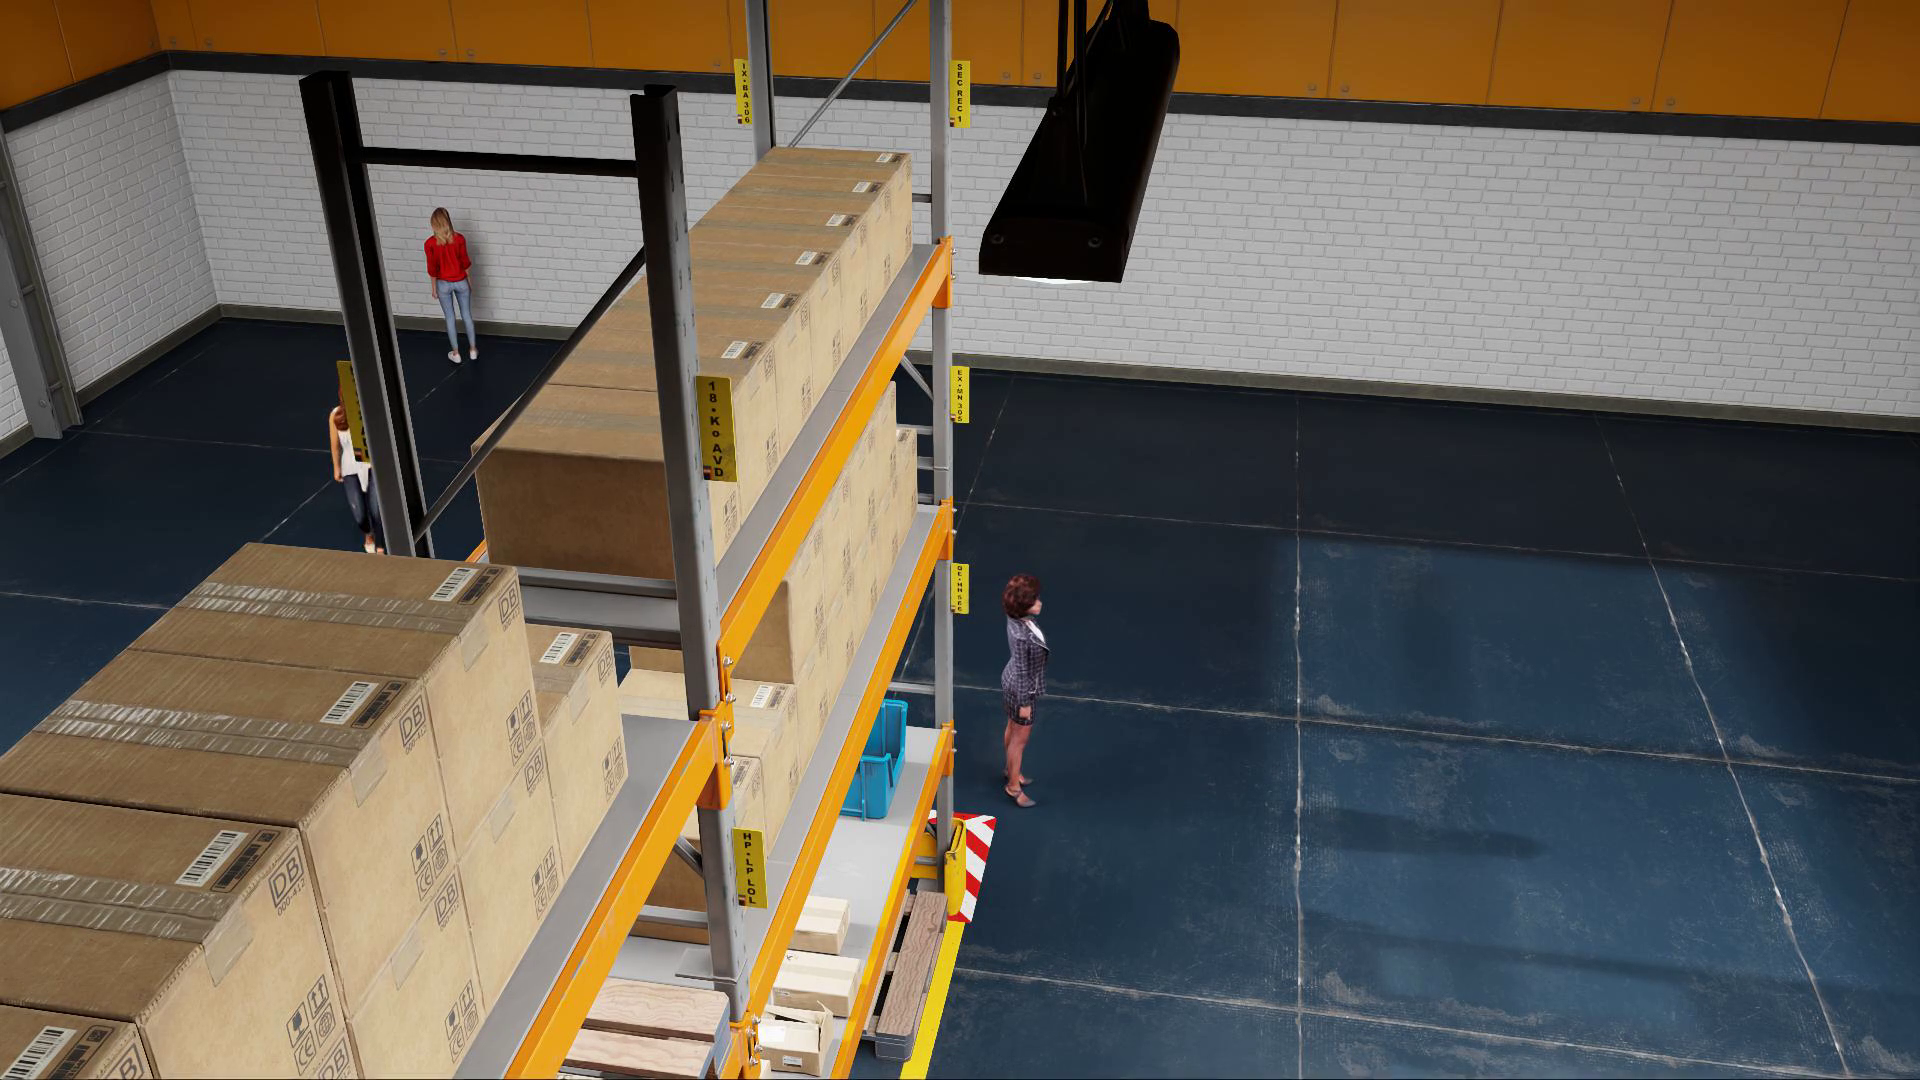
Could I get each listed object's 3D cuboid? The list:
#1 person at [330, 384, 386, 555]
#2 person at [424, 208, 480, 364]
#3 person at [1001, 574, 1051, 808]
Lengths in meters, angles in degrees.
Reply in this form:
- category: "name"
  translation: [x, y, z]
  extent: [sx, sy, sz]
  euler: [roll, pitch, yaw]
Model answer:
- category: "person"
  translation: [-5.006, -0.610, 13.947]
  extent: [0.782, 1.766, 0.835]
  euler: [-11, 30, -19]
- category: "person"
  translation: [-5.476, -2.748, 17.931]
  extent: [0.683, 1.704, 0.713]
  euler: [-15, 32, -25]
- category: "person"
  translation: [0.403, 0.996, 11.073]
  extent: [0.720, 1.698, 0.537]
  euler: [0, 29, -1]
